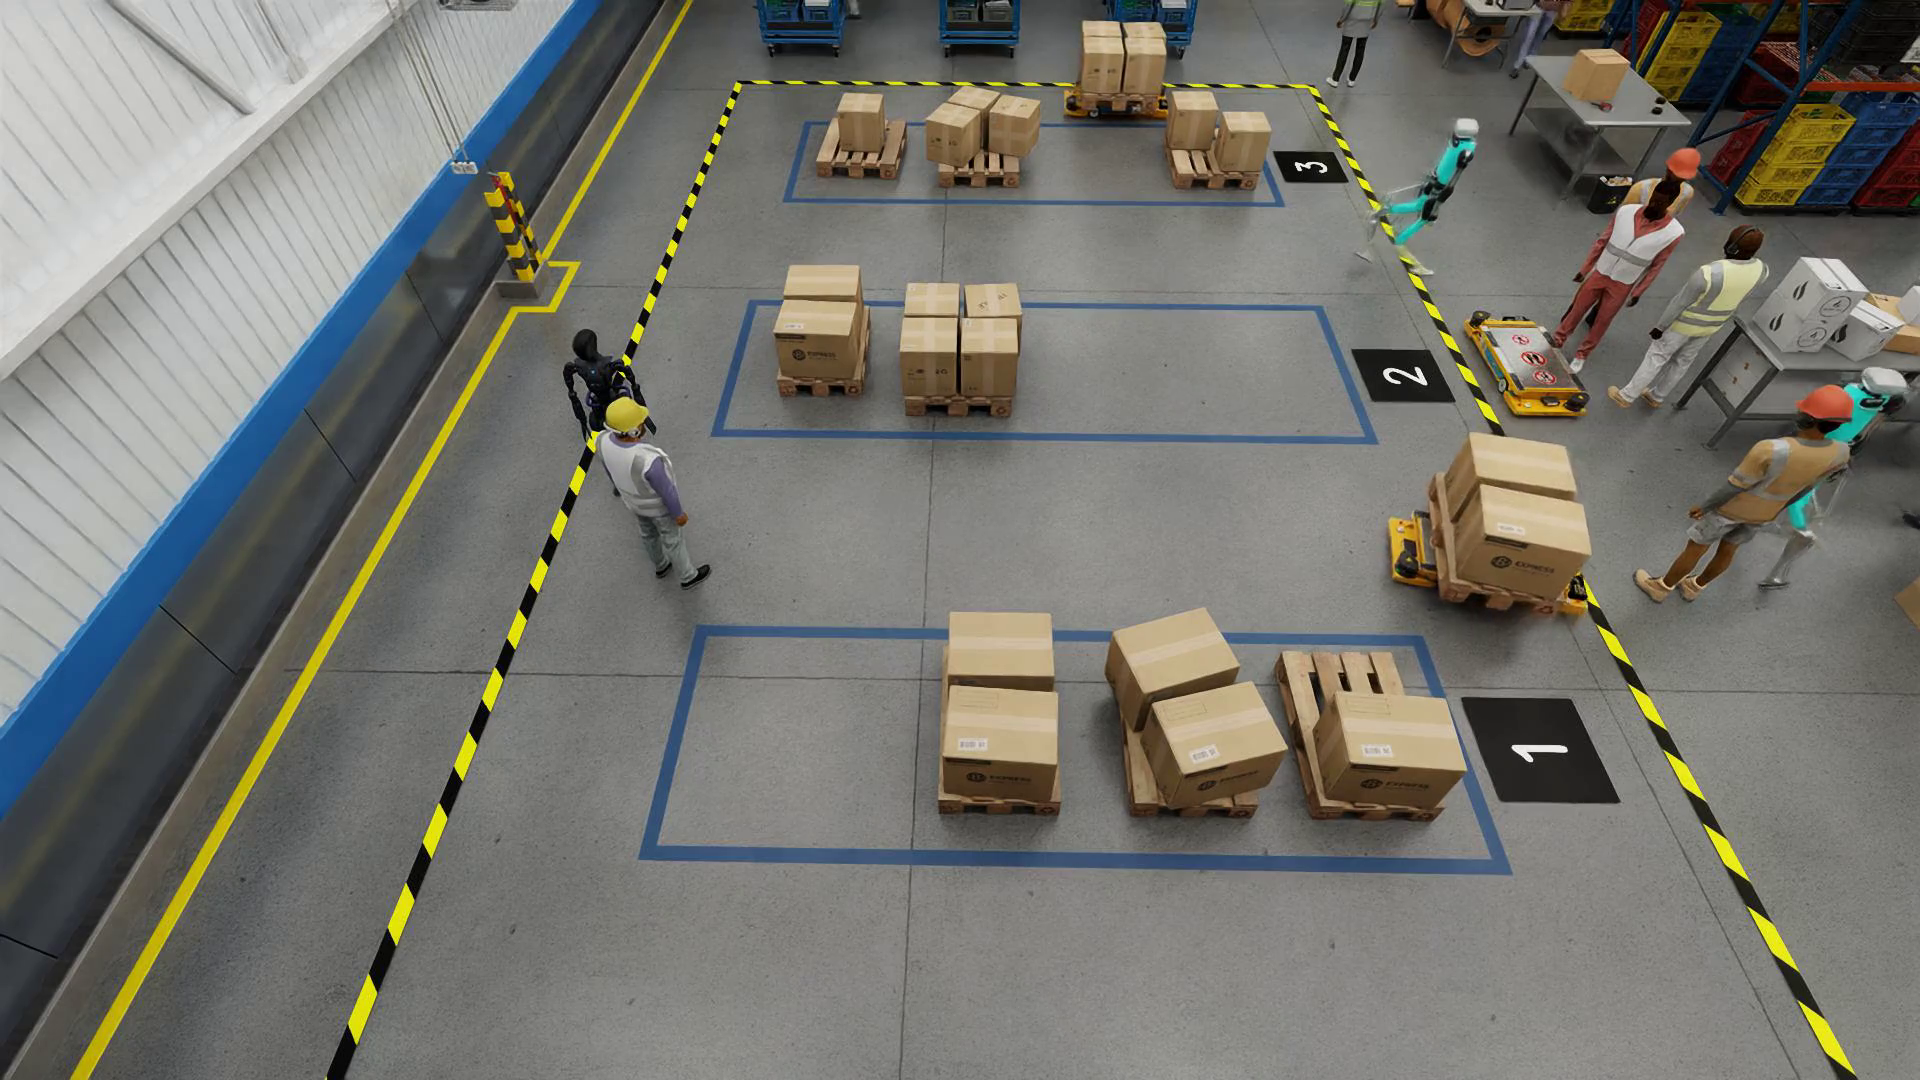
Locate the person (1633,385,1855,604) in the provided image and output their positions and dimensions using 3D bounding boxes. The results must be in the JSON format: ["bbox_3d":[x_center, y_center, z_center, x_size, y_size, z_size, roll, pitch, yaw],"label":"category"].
[{"bbox_3d":[5.635,-0.264,6.596,0.604,2.036,0.379,1,49,0],"label":"person"}]

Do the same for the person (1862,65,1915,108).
[{"bbox_3d":[12.887,-6.661,12.252,0.509,1.860,0.360,-8,50,-7],"label":"person"}]

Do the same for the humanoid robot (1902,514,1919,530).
[{"bbox_3d":[8.230,-0.509,7.069,0.602,1.642,0.597,26,54,21],"label":"humanoid robot"}]

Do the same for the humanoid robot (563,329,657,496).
[{"bbox_3d":[-2.819,-1.021,7.477,0.599,1.655,0.315,-6,49,-5],"label":"humanoid robot"}]

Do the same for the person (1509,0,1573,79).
[{"bbox_3d":[8.411,-7.601,13.156,0.538,1.696,0.880,21,52,17],"label":"person"}]

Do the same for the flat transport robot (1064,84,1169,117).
[{"bbox_3d":[2.191,-6.196,12.878,1.431,0.197,0.652,2,49,1],"label":"flat transport robot"}]

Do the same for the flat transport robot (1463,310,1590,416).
[{"bbox_3d":[5.573,-1.757,9.054,0.659,0.231,1.431,1,49,1],"label":"flat transport robot"}]

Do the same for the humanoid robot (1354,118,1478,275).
[{"bbox_3d":[4.757,-3.571,9.695,1.075,1.768,0.543,8,50,7],"label":"humanoid robot"}]

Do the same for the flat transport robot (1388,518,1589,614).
[{"bbox_3d":[4.239,0.154,7.381,1.431,0.197,0.652,10,50,9],"label":"flat transport robot"}]

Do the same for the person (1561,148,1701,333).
[{"bbox_3d":[6.532,-2.860,8.906,0.551,1.933,0.368,6,49,5],"label":"person"}]

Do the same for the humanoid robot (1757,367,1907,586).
[{"bbox_3d":[6.517,-0.354,6.878,0.531,1.767,0.961,-1,49,-1],"label":"humanoid robot"}]

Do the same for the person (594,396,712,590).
[{"bbox_3d":[-2.272,-0.323,6.778,0.602,1.830,0.404,24,53,19],"label":"person"}]

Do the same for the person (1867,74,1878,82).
[{"bbox_3d":[13.242,-7.090,12.694,0.318,1.742,0.487,14,50,11],"label":"person"}]

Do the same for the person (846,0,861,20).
[{"bbox_3d":[-2.032,-9.250,14.528,0.881,1.792,0.579,4,49,3],"label":"person"}]

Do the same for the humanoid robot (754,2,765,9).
[{"bbox_3d":[-3.278,-9.501,14.830,0.402,1.644,0.608,18,52,15],"label":"humanoid robot"}]

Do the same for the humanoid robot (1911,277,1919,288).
[{"bbox_3d":[9.948,-2.887,9.088,1.044,1.750,0.559,-5,49,-4],"label":"humanoid robot"}]

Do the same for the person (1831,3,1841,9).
[{"bbox_3d":[12.558,-7.541,13.023,0.577,1.830,0.550,21,52,17],"label":"person"}]

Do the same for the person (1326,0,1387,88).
[{"bbox_3d":[5.600,-7.332,12.834,0.587,1.850,0.392,1,49,1],"label":"person"}]

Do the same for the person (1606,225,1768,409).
[{"bbox_3d":[6.505,-1.935,8.175,0.622,1.837,0.429,-3,49,-3],"label":"person"}]

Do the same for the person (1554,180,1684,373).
[{"bbox_3d":[6.114,-2.453,8.567,0.384,1.916,0.595,-33,57,-25],"label":"person"}]
